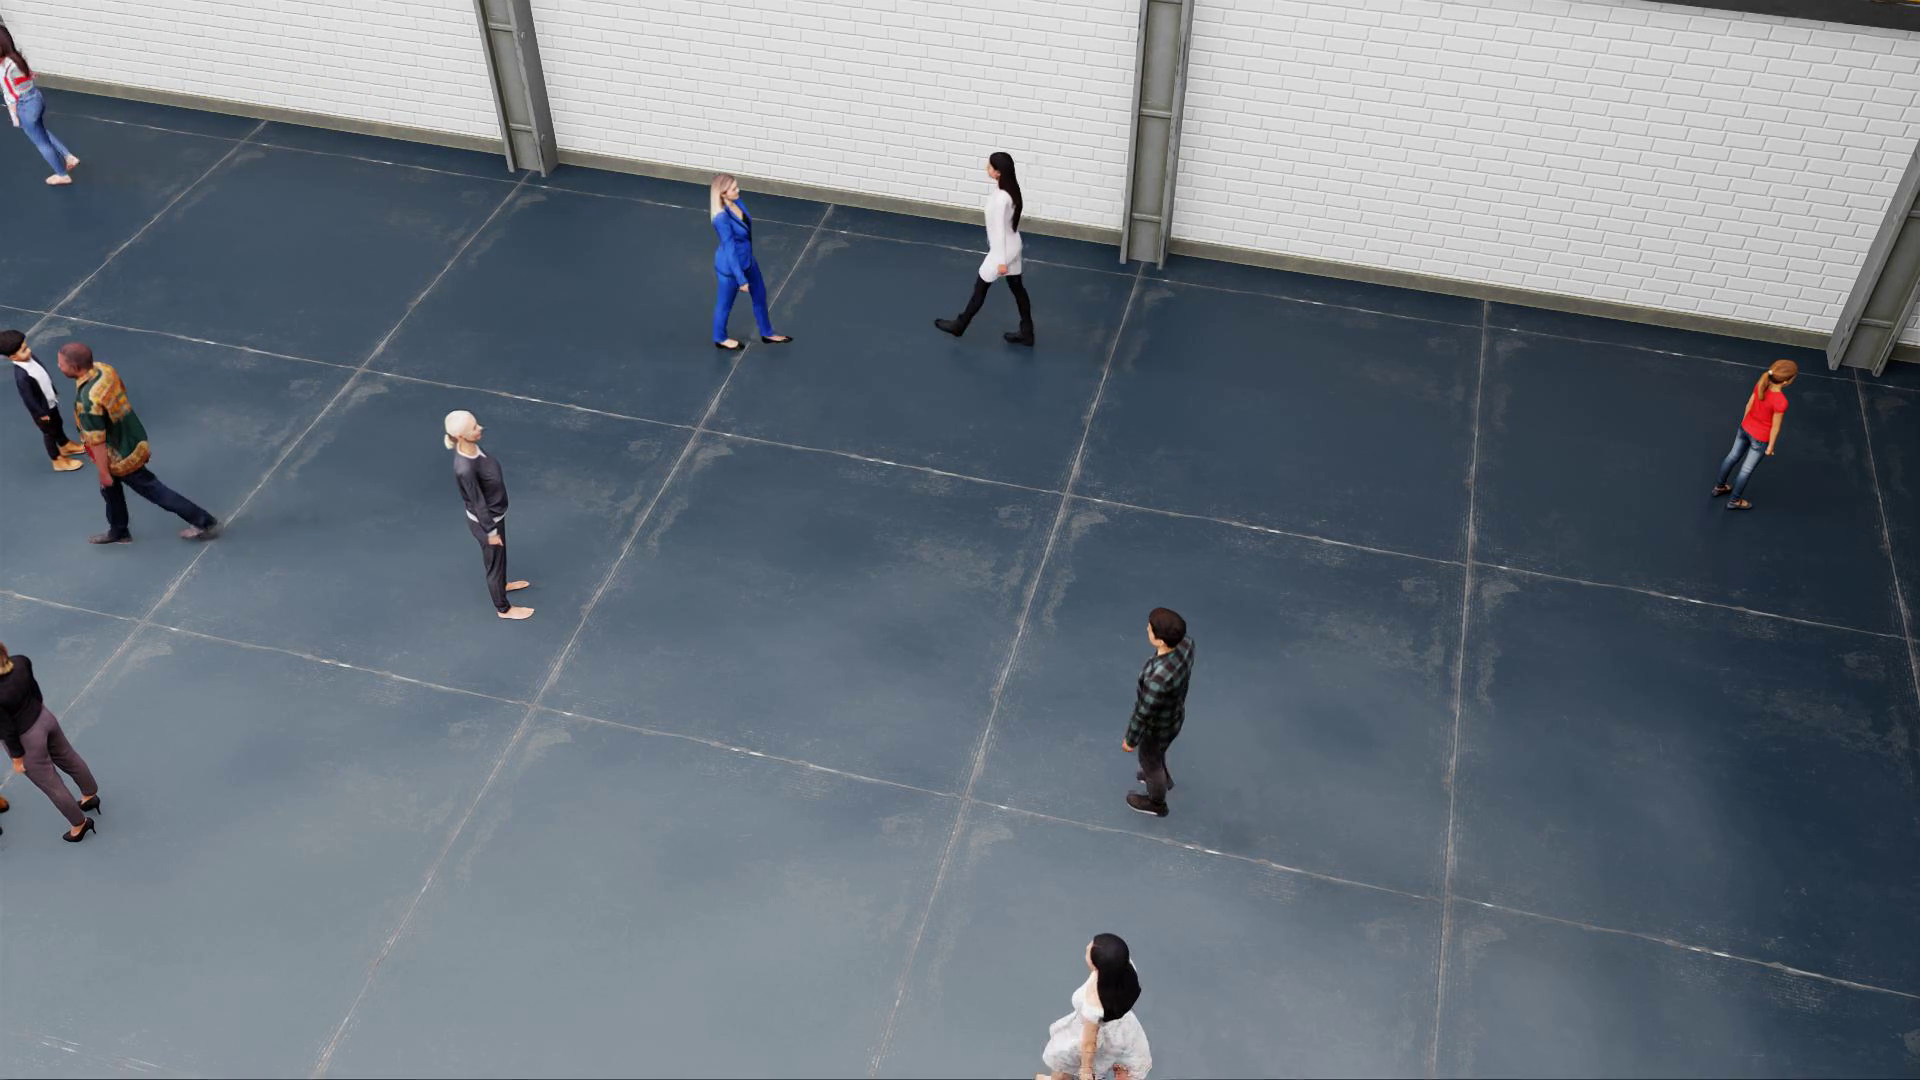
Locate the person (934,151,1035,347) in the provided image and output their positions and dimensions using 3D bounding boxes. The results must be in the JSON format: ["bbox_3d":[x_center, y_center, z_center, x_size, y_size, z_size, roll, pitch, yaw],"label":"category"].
[{"bbox_3d":[0.444,-2.300,13.456,1.061,1.770,0.651,12,45,12],"label":"person"}]

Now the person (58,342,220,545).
[{"bbox_3d":[-5.831,-0.630,11.706,1.277,1.766,1.047,-9,44,-9],"label":"person"}]

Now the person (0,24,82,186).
[{"bbox_3d":[-8.527,-3.997,15.402,0.714,1.543,0.687,0,44,0],"label":"person"}]

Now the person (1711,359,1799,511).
[{"bbox_3d":[5.836,-0.789,12.204,0.607,1.310,0.570,-12,45,-12],"label":"person"}]

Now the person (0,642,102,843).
[{"bbox_3d":[-5.485,1.177,9.878,0.608,1.672,0.647,0,44,0],"label":"person"}]

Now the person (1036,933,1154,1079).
[{"bbox_3d":[0.796,2.578,8.360,1.255,1.737,0.958,32,52,29],"label":"person"}]

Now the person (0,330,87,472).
[{"bbox_3d":[-6.961,-1.071,12.561,0.581,1.225,0.566,-5,44,-5],"label":"person"}]

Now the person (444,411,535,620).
[{"bbox_3d":[-3.221,-0.191,11.274,0.693,1.727,0.680,-12,45,-12],"label":"person"}]

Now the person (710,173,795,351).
[{"bbox_3d":[-1.921,-2.215,13.434,0.904,1.678,0.698,6,44,7],"label":"person"}]

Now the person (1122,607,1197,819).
[{"bbox_3d":[1.241,1.051,9.824,0.619,1.705,0.718,17,46,17],"label":"person"}]
